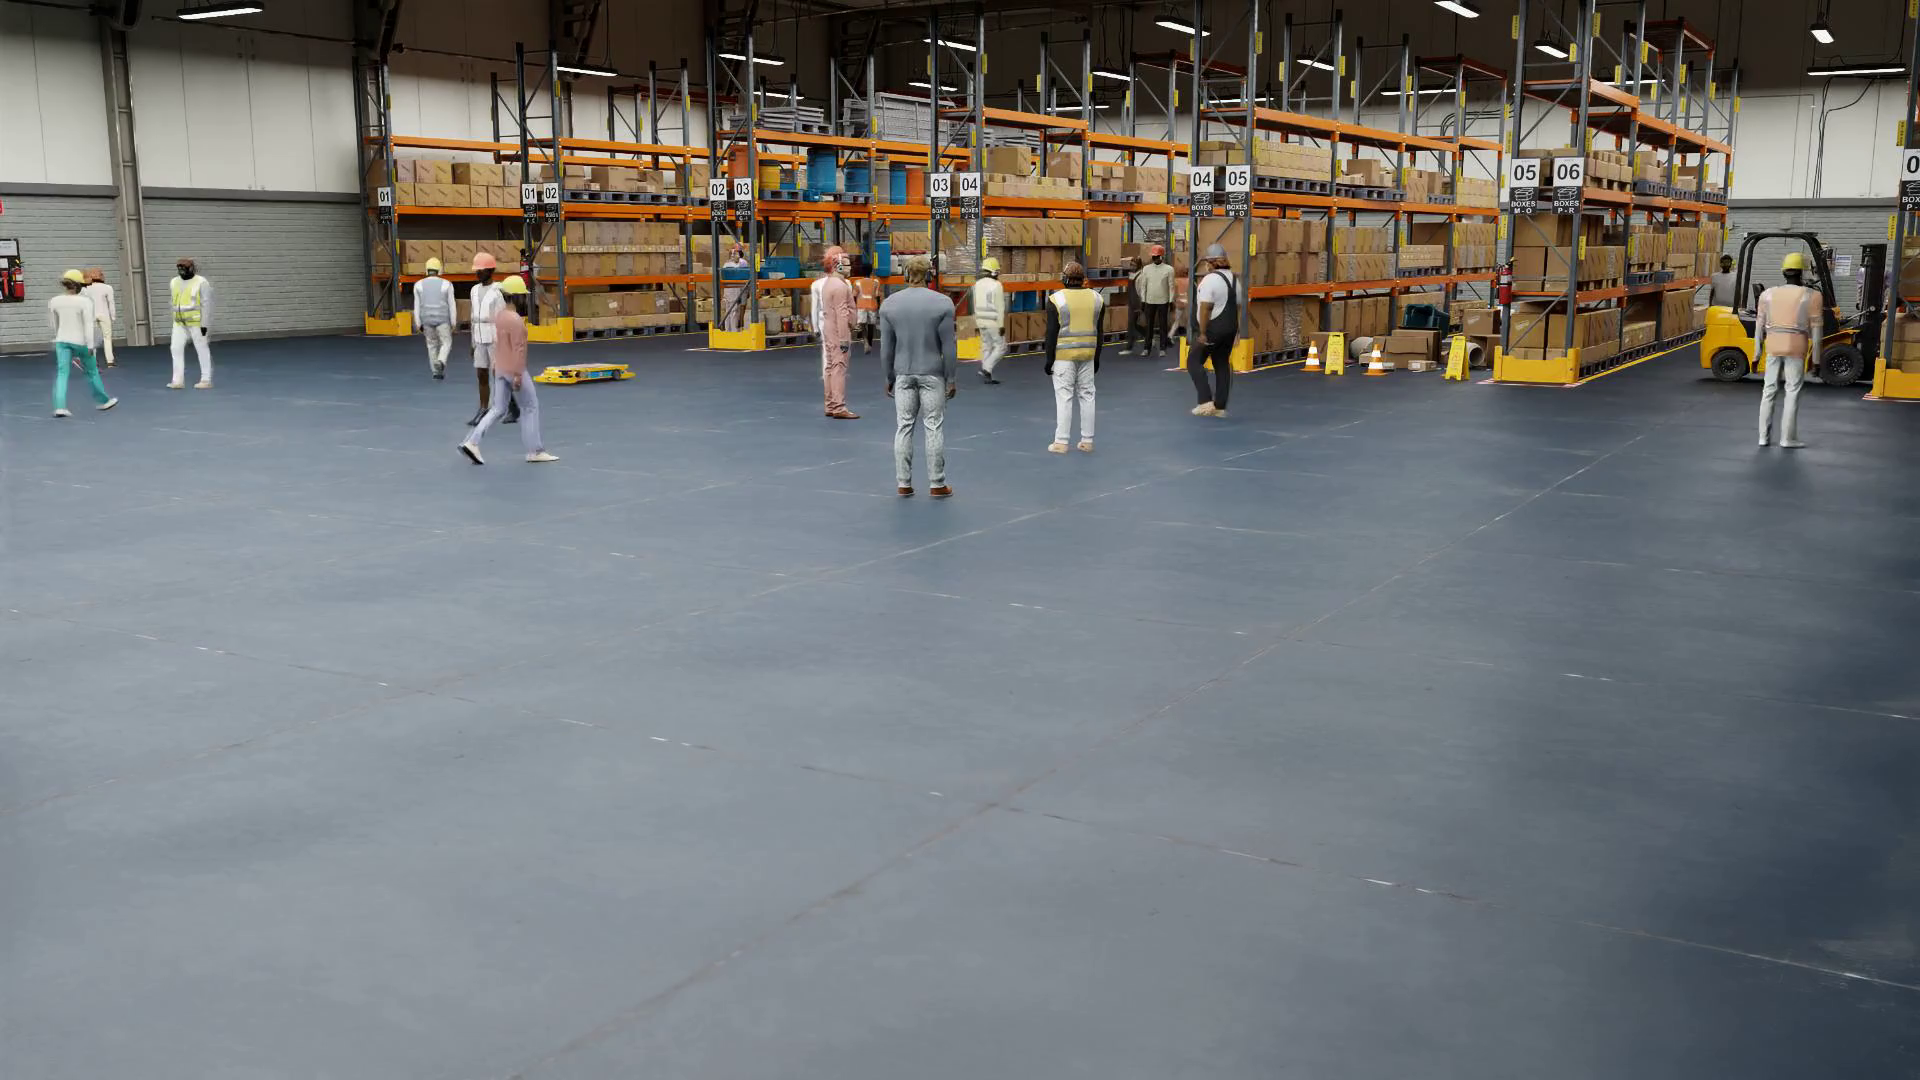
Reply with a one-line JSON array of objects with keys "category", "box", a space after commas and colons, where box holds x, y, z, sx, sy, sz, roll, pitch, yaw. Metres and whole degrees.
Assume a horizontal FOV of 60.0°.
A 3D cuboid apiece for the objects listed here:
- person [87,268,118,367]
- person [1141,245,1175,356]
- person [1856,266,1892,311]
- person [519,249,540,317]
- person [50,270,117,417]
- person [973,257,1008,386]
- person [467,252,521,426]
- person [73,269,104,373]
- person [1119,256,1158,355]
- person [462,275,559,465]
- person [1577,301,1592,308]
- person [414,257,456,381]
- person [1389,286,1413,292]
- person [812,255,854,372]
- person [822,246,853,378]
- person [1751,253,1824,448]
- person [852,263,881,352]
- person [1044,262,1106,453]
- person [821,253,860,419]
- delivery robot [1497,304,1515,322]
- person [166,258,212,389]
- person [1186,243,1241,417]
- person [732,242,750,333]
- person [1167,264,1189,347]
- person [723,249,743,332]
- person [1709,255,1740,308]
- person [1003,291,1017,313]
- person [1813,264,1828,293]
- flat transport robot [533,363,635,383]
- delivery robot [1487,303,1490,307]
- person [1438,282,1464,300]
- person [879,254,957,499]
[{"category": "person", "box": [-14.090, -3.631, 27.213, 0.499, 1.626, 0.305, -2, 10, -9]}, {"category": "person", "box": [3.535, -4.279, 29.797, 0.613, 1.991, 0.391, 4, 11, 22]}, {"category": "person", "box": [17.314, -4.552, 31.525, 0.588, 1.920, 0.391, 6, 12, 30]}, {"category": "person", "box": [-9.928, -5.764, 38.340, 0.625, 1.912, 1.004, 8, 13, 39]}, {"category": "person", "box": [-10.437, -2.326, 19.652, 0.542, 1.710, 0.955, 0, 10, 1]}, {"category": "person", "box": [0.434, -3.066, 23.467, 0.414, 1.822, 0.614, -8, 13, -37]}, {"category": "person", "box": [-5.232, -2.235, 18.552, 0.547, 1.941, 0.546, 6, 12, 29]}, {"category": "person", "box": [-13.516, -3.365, 25.709, 0.504, 1.620, 0.406, 10, 14, 43]}, {"category": "person", "box": [3.278, -4.267, 30.311, 0.754, 1.809, 0.525, -3, 11, -18]}, {"category": "person", "box": [-4.161, -1.550, 15.221, 0.824, 1.737, 0.521, -9, 13, -40]}, {"category": "person", "box": [14.460, -5.817, 38.648, 0.564, 1.912, 0.489, -3, 10, -15]}, {"category": "person", "box": [-7.688, -3.223, 24.368, 0.609, 1.815, 0.568, -1, 10, -4]}, {"category": "person", "box": [10.903, -6.240, 41.006, 0.575, 1.914, 0.623, 6, 12, 32]}, {"category": "person", "box": [-1.676, -2.798, 21.849, 0.598, 1.865, 0.461, 4, 11, 19]}, {"category": "person", "box": [-1.810, -3.380, 24.775, 0.518, 1.980, 0.644, -4, 11, -22]}, {"category": "person", "box": [8.178, -1.859, 16.456, 0.630, 1.917, 0.369, 9, 14, 42]}, {"category": "person", "box": [-1.716, -4.277, 30.703, 0.531, 1.672, 0.761, -2, 10, -9]}, {"category": "person", "box": [1.088, -1.762, 16.119, 0.627, 1.844, 0.429, -5, 11, -24]}, {"category": "person", "box": [-1.384, -2.361, 19.290, 0.399, 1.909, 0.642, -3, 11, -18]}, {"category": "delivery robot", "box": [13.067, -5.491, 40.344, 0.707, 0.478, 0.477, -1, 10, -6]}, {"category": "person", "box": [-10.735, -2.988, 23.051, 0.657, 1.814, 0.776, 2, 10, 13]}, {"category": "person", "box": [2.947, -2.435, 19.326, 0.538, 2.000, 0.714, 10, 14, 44]}, {"category": "person", "box": [-4.823, -5.495, 36.464, 0.607, 2.044, 0.377, 9, 13, 40]}, {"category": "person", "box": [4.335, -4.561, 32.443, 0.522, 1.615, 0.740, 8, 13, 37]}, {"category": "person", "box": [-4.658, -5.041, 34.315, 0.401, 1.904, 0.641, -6, 12, -29]}, {"category": "person", "box": [13.582, -4.151, 29.542, 0.533, 1.833, 0.951, 5, 11, 26]}, {"category": "person", "box": [0.821, -4.815, 32.979, 0.626, 1.934, 0.363, 1, 10, 3]}, {"category": "person", "box": [18.349, -5.089, 35.396, 0.327, 1.611, 0.635, -1, 10, -4]}, {"category": "flat transport robot", "box": [-5.501, -2.455, 24.394, 0.652, 0.197, 1.431, 6, 12, 32]}, {"category": "delivery robot", "box": [13.023, -5.602, 40.963, 0.477, 0.478, 0.707, -1, 10, -4]}, {"category": "person", "box": [12.410, -6.352, 41.804, 0.957, 1.852, 0.667, -4, 11, -23]}, {"category": "person", "box": [-0.320, -1.283, 13.177, 0.628, 1.935, 0.373, 3, 10, 14]}]
